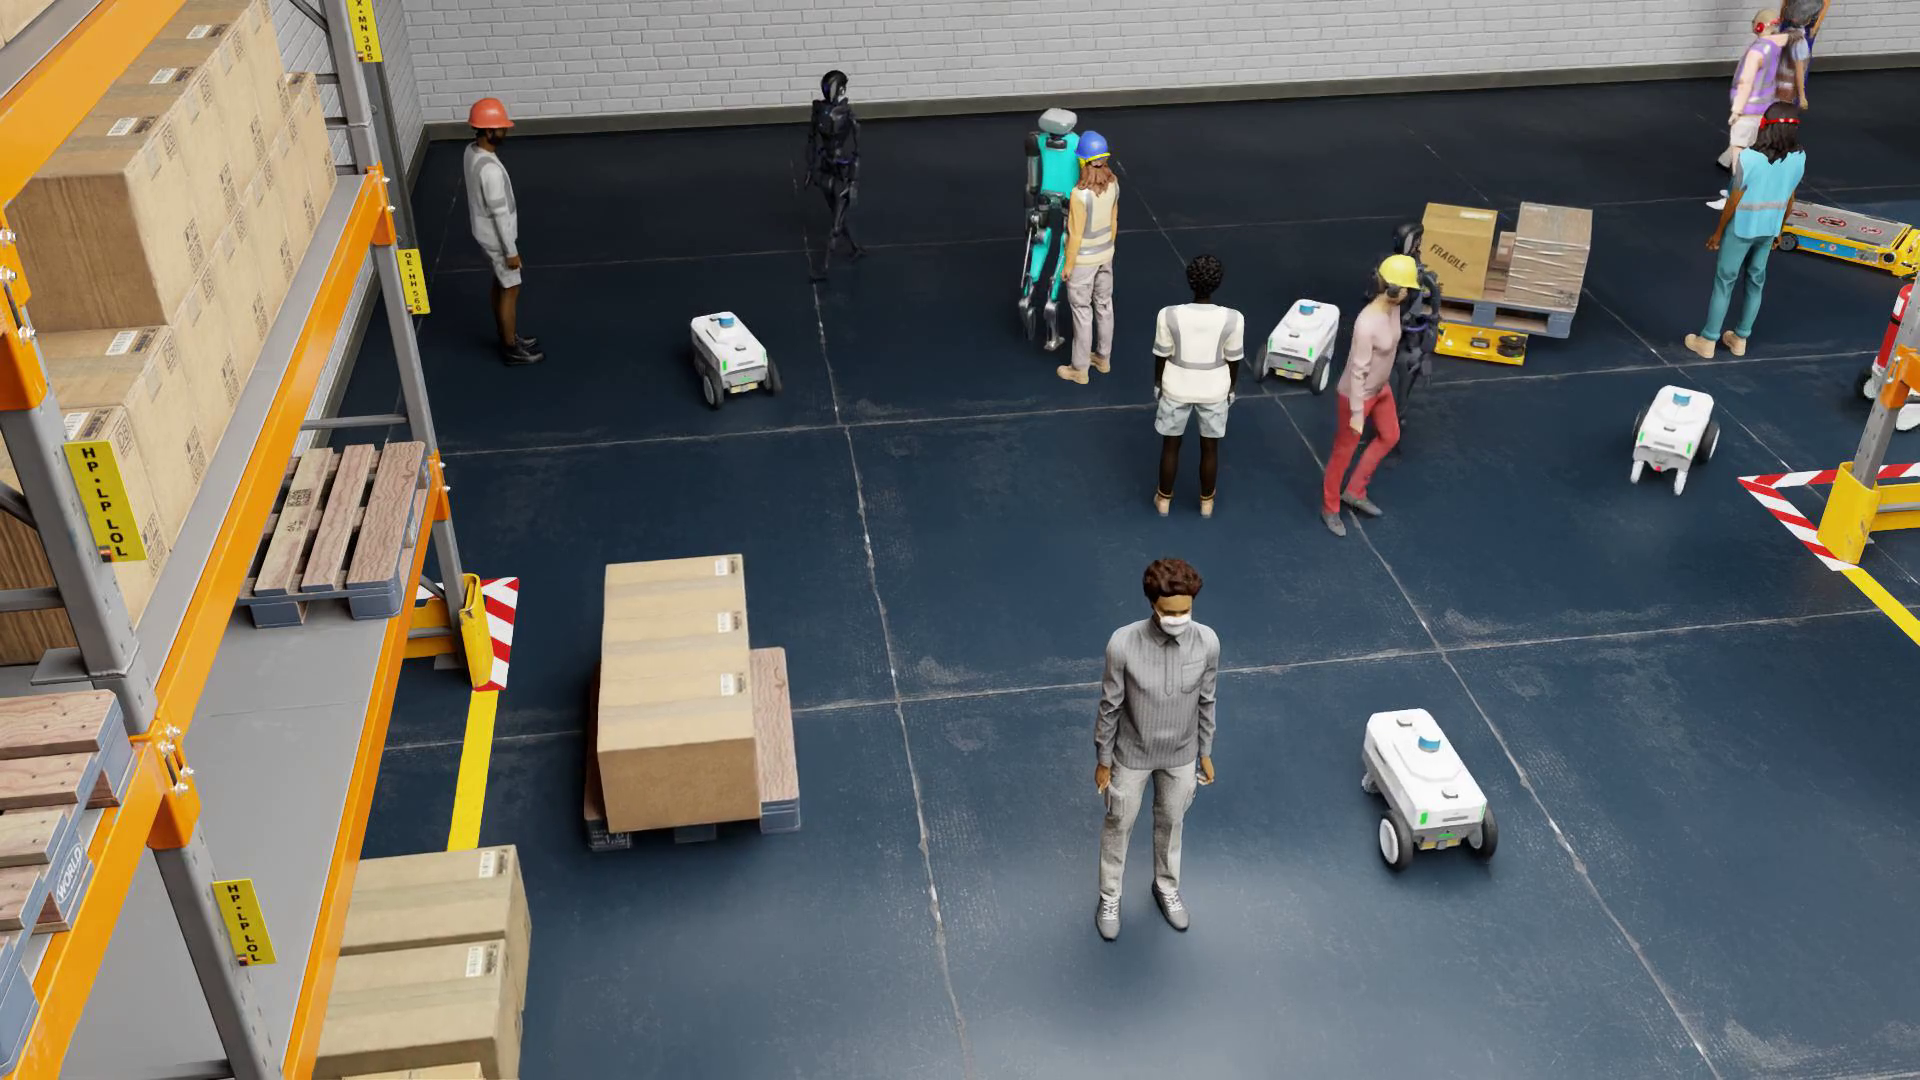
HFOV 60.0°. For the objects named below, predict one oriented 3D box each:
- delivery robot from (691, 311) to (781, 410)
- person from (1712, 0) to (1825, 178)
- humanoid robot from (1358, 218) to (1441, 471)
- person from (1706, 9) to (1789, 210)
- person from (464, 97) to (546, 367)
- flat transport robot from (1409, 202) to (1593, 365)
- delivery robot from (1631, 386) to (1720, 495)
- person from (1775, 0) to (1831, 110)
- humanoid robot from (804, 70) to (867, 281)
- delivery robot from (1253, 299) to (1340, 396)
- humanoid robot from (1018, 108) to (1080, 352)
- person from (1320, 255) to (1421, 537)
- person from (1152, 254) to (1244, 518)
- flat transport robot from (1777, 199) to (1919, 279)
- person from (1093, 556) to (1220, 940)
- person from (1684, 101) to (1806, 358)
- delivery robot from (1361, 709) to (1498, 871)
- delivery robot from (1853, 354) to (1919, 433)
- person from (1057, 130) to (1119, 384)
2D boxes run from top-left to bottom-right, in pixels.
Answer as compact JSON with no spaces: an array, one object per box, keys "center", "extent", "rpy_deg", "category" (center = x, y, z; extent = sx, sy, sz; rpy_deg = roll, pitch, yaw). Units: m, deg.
[{"center":[-1.593,-1.274,11.557],"extent":[0.499,0.610,0.788],"rpy_deg":[-15,36,-22],"category":"delivery robot"},{"center":[7.241,-3.973,14.685],"extent":[0.837,1.656,0.441],"rpy_deg":[7,34,11],"category":"person"},{"center":[2.766,-1.234,10.465],"extent":[0.333,1.642,0.601],"rpy_deg":[-27,42,-34],"category":"humanoid robot"},{"center":[6.722,-3.666,14.180],"extent":[0.358,1.680,0.496],"rpy_deg":[25,41,33],"category":"person"},{"center":[-3.196,-2.137,11.615],"extent":[0.390,1.927,0.548],"rpy_deg":[-16,36,-23],"category":"person"},{"center":[3.947,-1.728,12.501],"extent":[0.659,0.231,1.431],"rpy_deg":[11,35,16],"category":"flat transport robot"},{"center":[4.561,-0.696,10.634],"extent":[0.499,0.568,0.750],"rpy_deg":[18,37,25],"category":"delivery robot"},{"center":[8.133,-5.075,16.075],"extent":[0.401,1.972,0.522],"rpy_deg":[-11,35,-16],"category":"person"},{"center":[-0.994,-2.857,12.979],"extent":[0.600,1.624,0.777],"rpy_deg":[26,41,34],"category":"humanoid robot"},{"center":[2.408,-1.384,11.730],"extent":[0.499,0.614,0.804],"rpy_deg":[15,36,22],"category":"delivery robot"},{"center":[0.613,-2.067,11.710],"extent":[0.542,1.834,0.658],"rpy_deg":[15,36,22],"category":"humanoid robot"},{"center":[2.426,-0.846,9.793],"extent":[0.406,1.746,0.615],"rpy_deg":[23,39,31],"category":"person"},{"center":[1.398,-0.894,9.918],"extent":[0.533,1.693,0.320],"rpy_deg":[4,33,5],"category":"person"},{"center":[7.232,-2.497,13.678],"extent":[1.431,0.231,0.659],"rpy_deg":[23,40,31],"category":"flat transport robot"},{"center":[0.815,0.874,7.021],"extent":[0.529,1.896,0.395],"rpy_deg":[-5,33,-8],"category":"person"},{"center":[5.559,-2.161,11.703],"extent":[0.526,1.866,0.389],"rpy_deg":[-4,33,-6],"category":"person"},{"center":[2.177,1.141,7.821],"extent":[0.499,0.570,0.742],"rpy_deg":[-6,34,-9],"category":"delivery robot"},{"center":[6.526,-1.065,11.207],"extent":[0.769,0.577,0.499],"rpy_deg":[-1,33,-2],"category":"delivery robot"},{"center":[0.878,-1.940,11.442],"extent":[0.479,1.777,0.317],"rpy_deg":[-27,42,-35],"category":"person"}]
